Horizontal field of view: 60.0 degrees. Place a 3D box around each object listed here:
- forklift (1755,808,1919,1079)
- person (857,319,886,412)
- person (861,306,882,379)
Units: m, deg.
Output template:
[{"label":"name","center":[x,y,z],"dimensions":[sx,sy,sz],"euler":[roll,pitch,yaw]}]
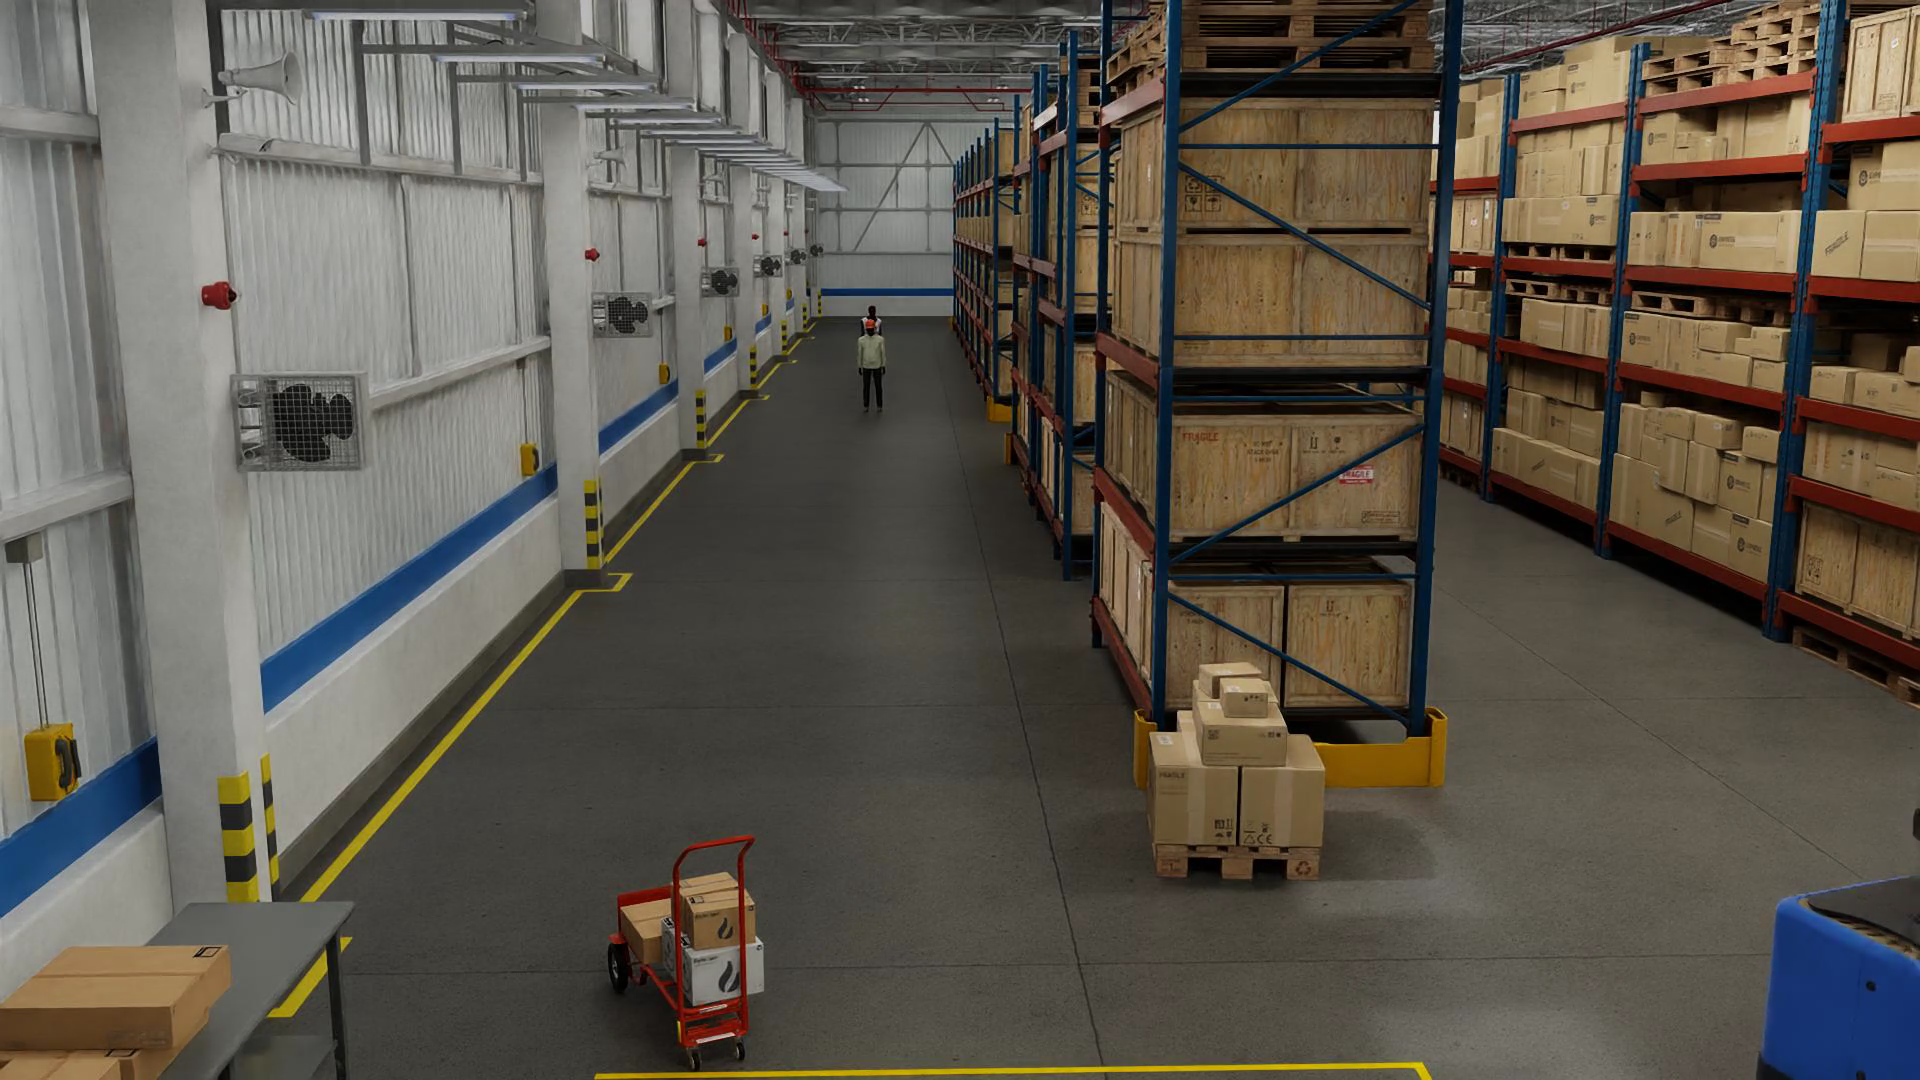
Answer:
[{"label":"forklift","center":[4.634,1.282,7.177],"dimensions":[1.873,2.768,1.129],"euler":[-4,12,-20]},{"label":"person","center":[-1.891,-3.718,35.535],"dimensions":[0.619,1.986,0.409],"euler":[0,11,2]},{"label":"person","center":[-2.278,-5.067,42.758],"dimensions":[0.589,1.910,0.393],"euler":[-6,12,-28]}]
